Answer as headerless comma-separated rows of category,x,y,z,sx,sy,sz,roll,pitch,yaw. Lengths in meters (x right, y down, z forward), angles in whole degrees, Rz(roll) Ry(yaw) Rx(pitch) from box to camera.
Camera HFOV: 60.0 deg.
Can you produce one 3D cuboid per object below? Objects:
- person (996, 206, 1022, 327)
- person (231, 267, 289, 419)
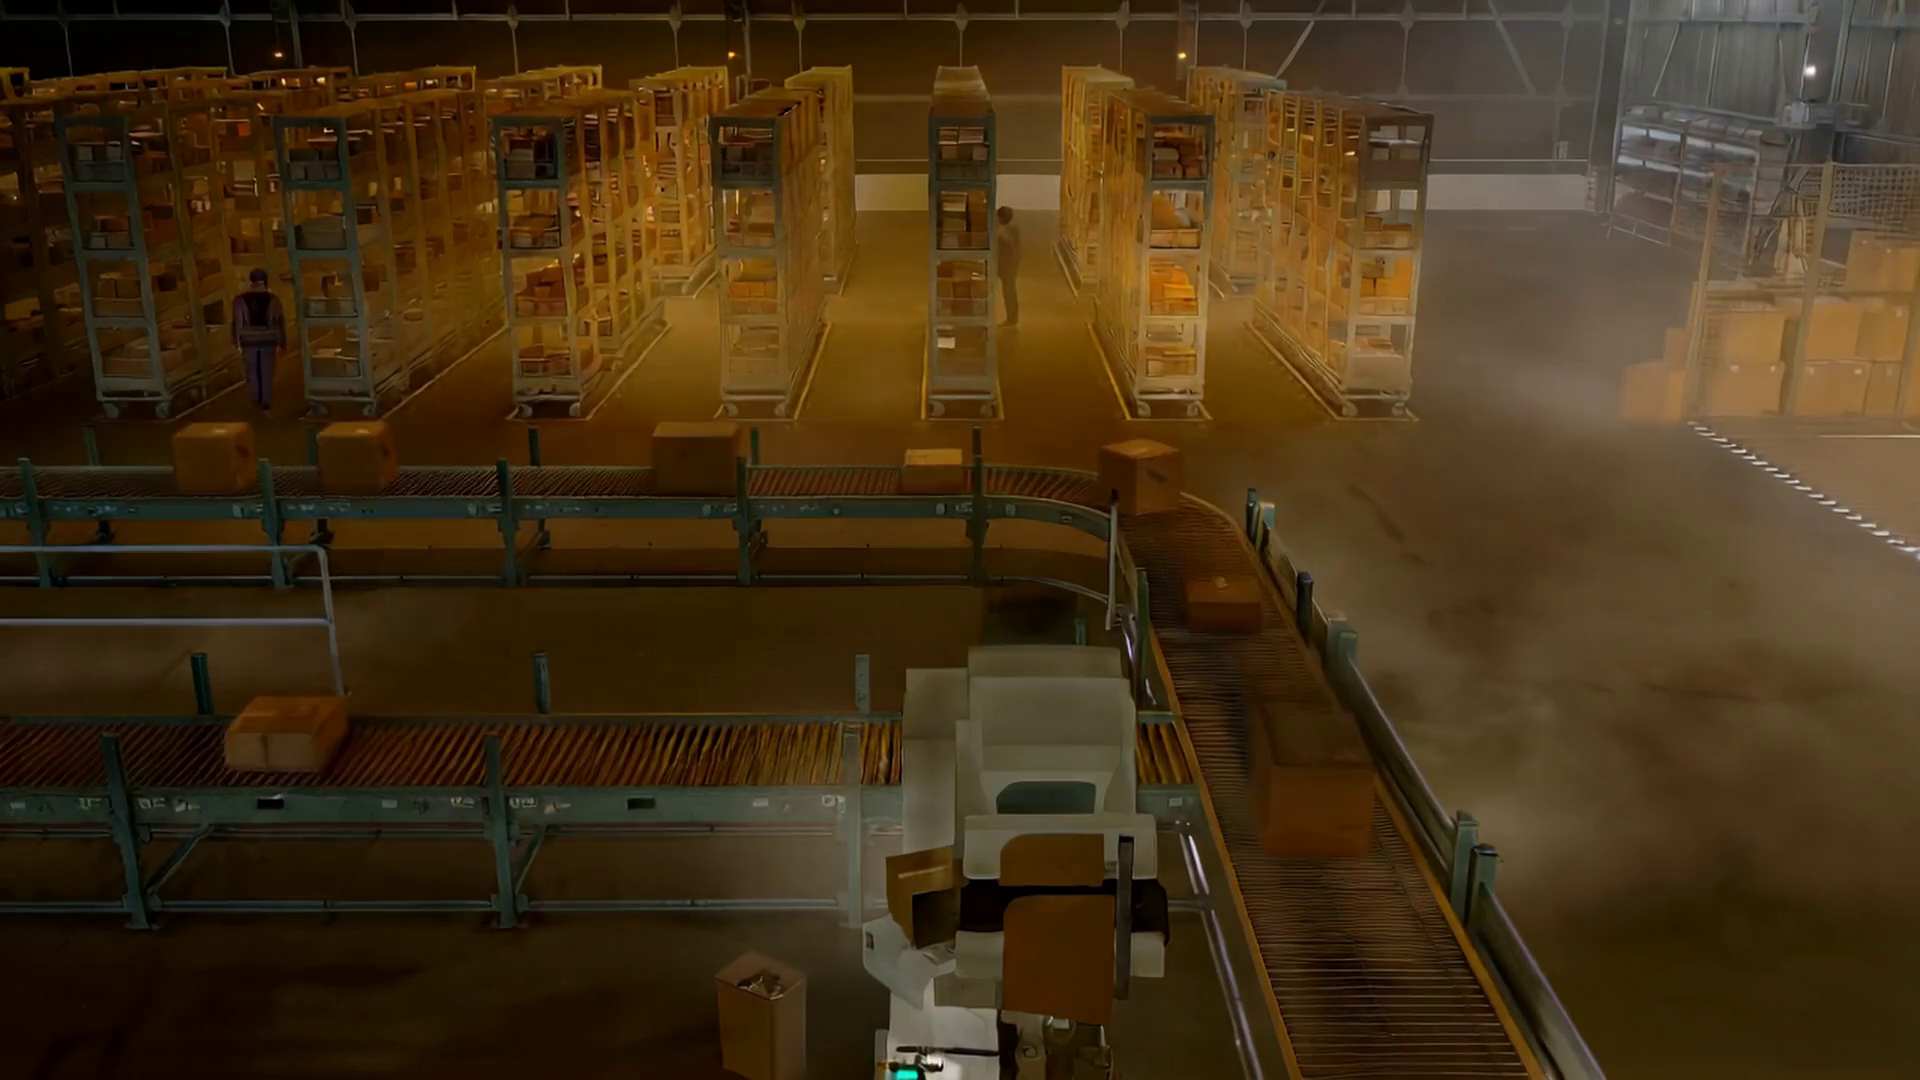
person,0.760,-4.219,25.671,0.389,1.836,0.567,5,19,15
person,-8.392,-2.360,19.996,0.622,1.799,0.517,-6,19,-18
